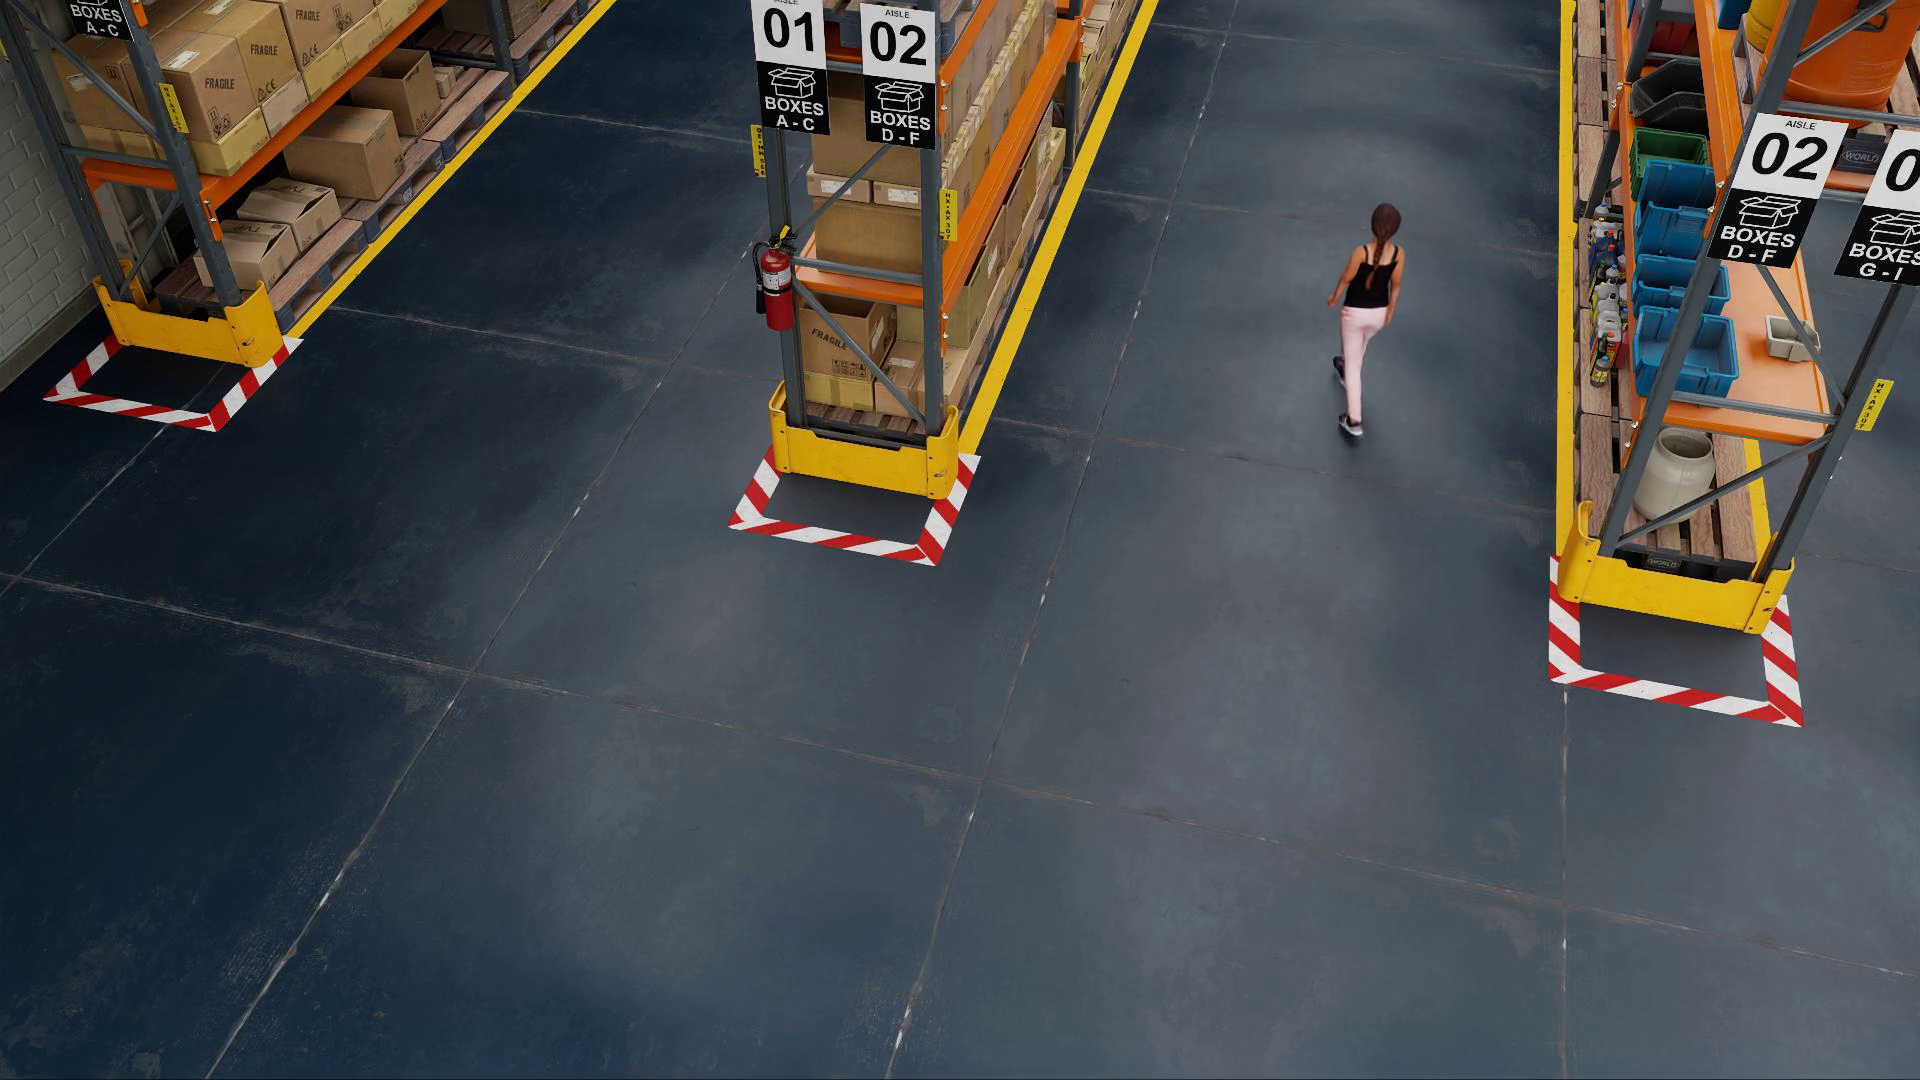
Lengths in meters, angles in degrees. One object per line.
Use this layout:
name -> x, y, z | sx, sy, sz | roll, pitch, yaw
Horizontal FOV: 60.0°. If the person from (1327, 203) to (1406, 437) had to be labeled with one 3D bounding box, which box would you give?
person -> 2.588, -1.385, 10.609 | 0.830, 1.524, 1.108 | -7, 43, -7
